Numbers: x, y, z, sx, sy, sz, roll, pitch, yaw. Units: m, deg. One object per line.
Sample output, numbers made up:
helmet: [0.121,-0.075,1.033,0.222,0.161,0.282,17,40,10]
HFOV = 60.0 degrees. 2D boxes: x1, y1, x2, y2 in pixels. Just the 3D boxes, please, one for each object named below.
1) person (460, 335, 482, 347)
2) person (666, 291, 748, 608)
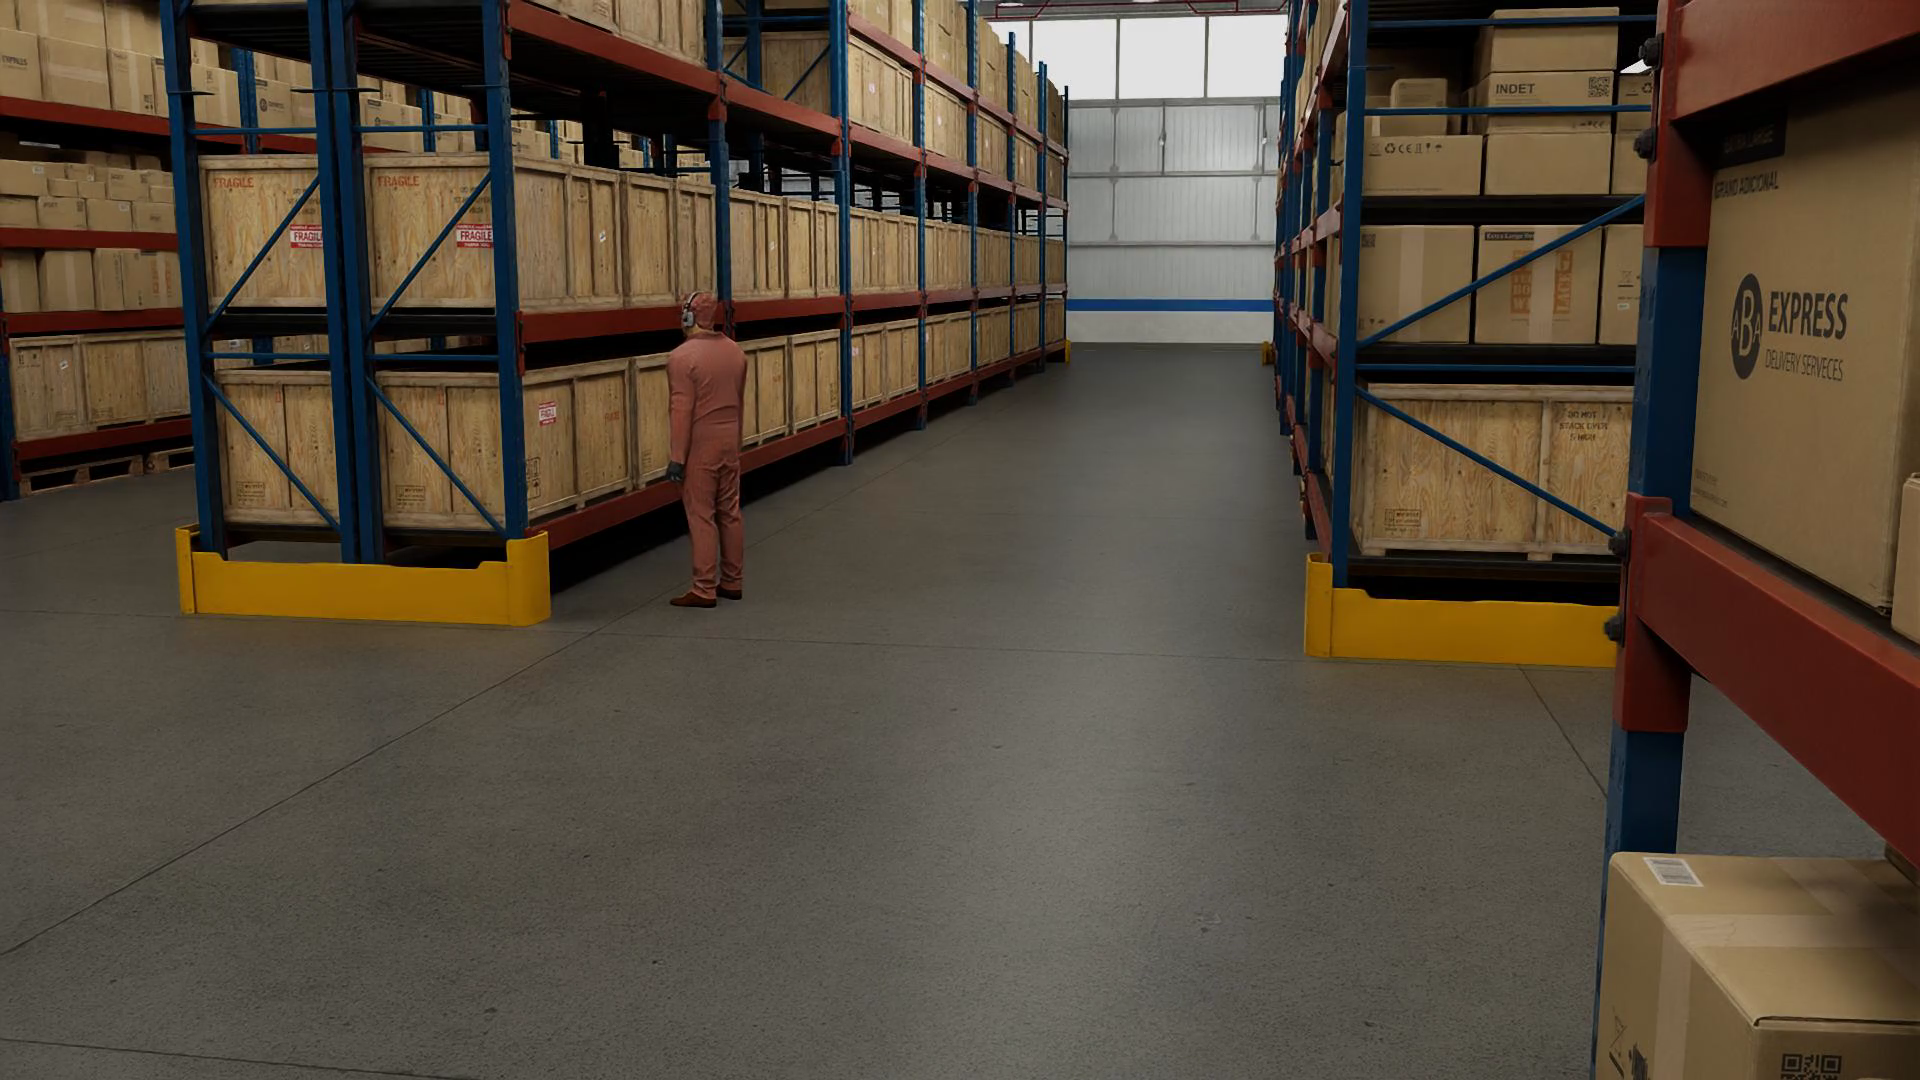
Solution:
person: [-5.138,-1.853,18.181,0.646,1.913,0.409,-5,10,-27]
person: [-1.562,-0.545,10.079,0.400,1.910,0.643,6,11,31]
